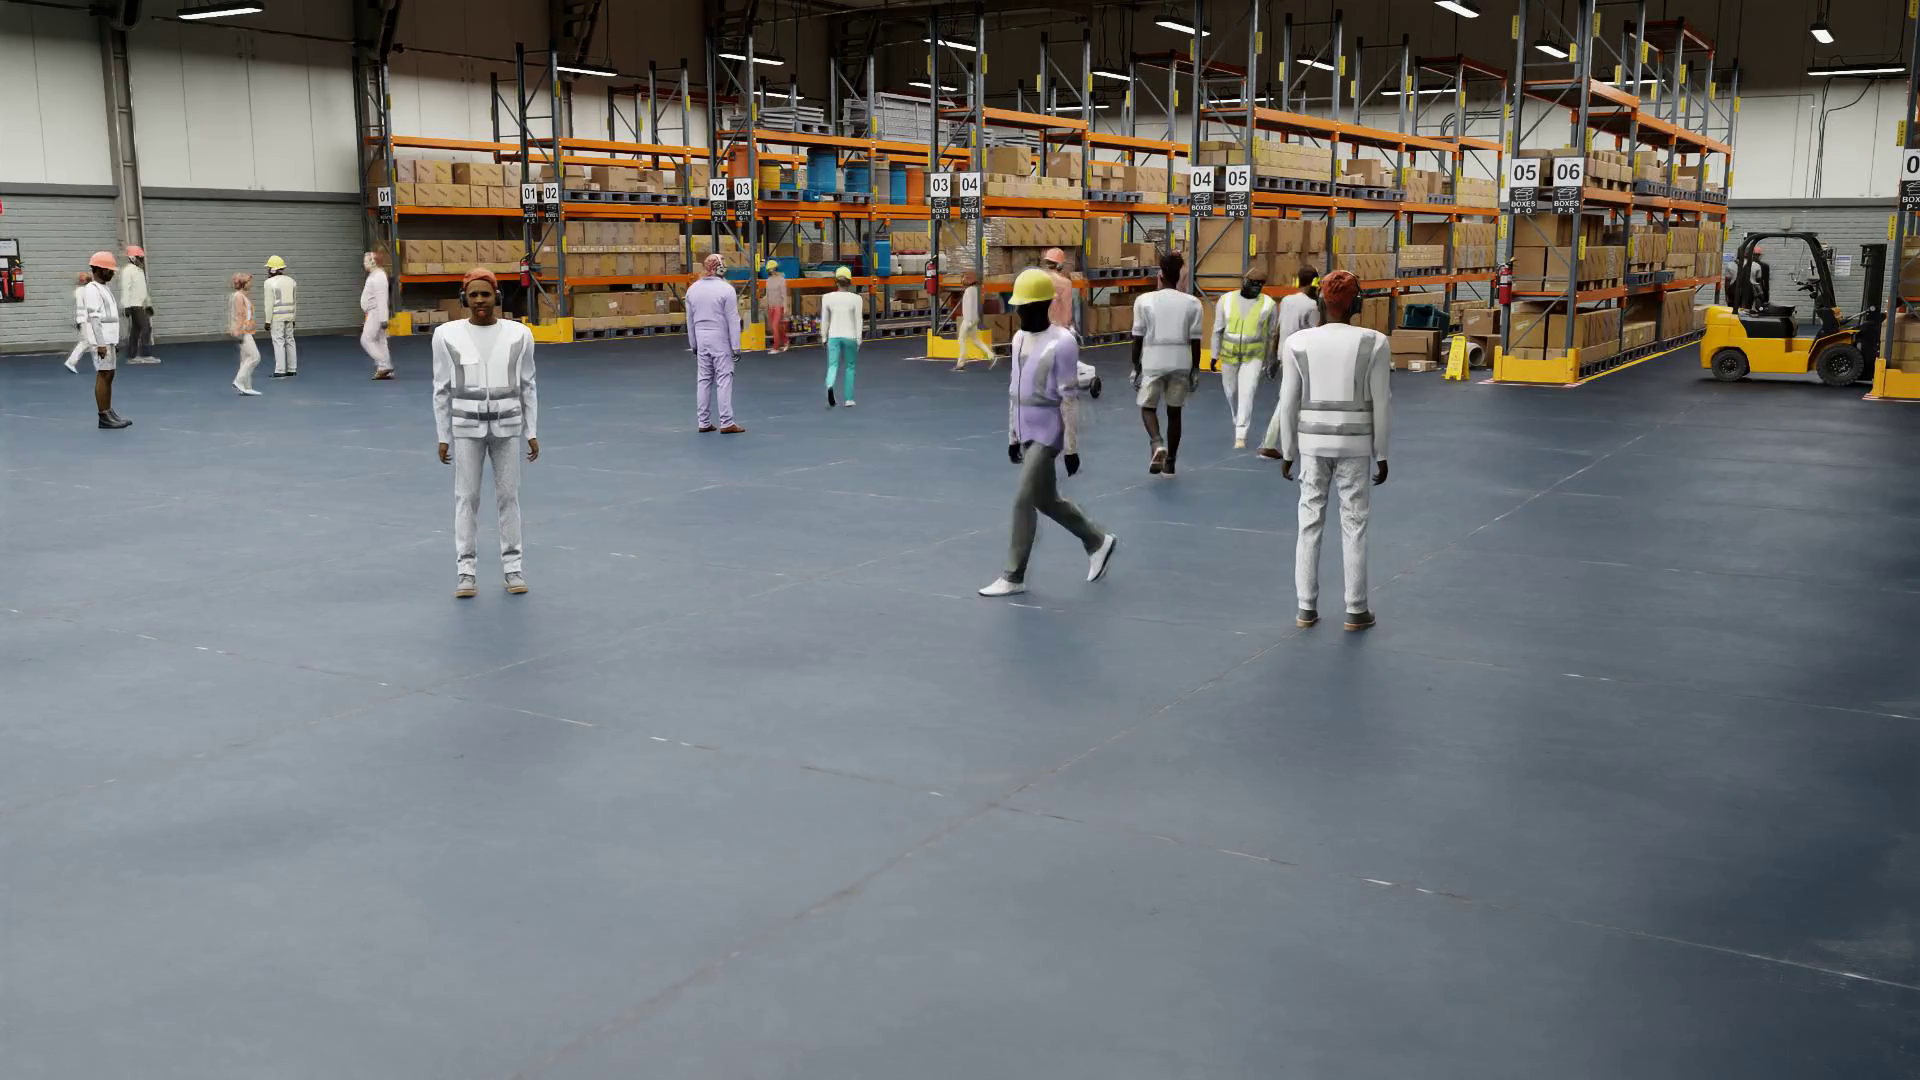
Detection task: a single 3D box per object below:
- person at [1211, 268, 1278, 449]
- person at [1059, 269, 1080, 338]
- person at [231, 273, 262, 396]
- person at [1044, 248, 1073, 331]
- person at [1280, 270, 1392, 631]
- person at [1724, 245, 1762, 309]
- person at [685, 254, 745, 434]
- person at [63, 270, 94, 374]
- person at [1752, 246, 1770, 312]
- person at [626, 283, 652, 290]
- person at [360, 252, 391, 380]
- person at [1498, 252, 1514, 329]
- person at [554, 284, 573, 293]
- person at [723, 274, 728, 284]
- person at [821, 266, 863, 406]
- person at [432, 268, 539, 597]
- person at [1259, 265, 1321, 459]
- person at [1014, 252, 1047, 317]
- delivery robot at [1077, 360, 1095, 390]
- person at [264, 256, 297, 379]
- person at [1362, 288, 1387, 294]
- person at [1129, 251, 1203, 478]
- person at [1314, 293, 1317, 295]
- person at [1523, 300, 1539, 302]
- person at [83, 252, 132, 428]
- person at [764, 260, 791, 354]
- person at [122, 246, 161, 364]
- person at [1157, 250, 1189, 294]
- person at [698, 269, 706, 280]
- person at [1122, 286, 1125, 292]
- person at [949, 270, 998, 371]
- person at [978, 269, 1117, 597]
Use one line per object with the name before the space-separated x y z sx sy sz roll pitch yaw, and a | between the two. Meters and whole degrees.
person | 2.862 -1.837 16.710 0.619 1.793 0.925 3 11 18
person | 1.537 -3.198 24.741 0.503 1.632 0.274 2 10 9
person | -9.459 -2.722 22.056 0.369 1.625 0.524 -3 10 -15
person | 1.117 -2.674 20.869 0.625 1.969 0.812 7 12 35
person | 1.968 -0.463 8.724 0.573 1.883 0.357 5 11 24
person | 16.090 -5.093 34.217 0.686 2.000 1.028 5 11 26
person | -2.594 -2.087 17.754 0.654 1.906 0.408 6 12 29
person | -13.670 -3.399 25.954 0.526 1.604 0.824 7 12 33
person | 17.048 -5.323 35.724 0.619 1.966 0.735 3 11 18
person | -7.566 -5.942 39.436 0.600 1.883 0.951 4 11 21
person | -8.656 -3.296 24.581 0.448 1.891 0.648 -3 11 -16
person | 13.005 -5.941 39.485 0.516 1.860 0.322 4 11 22
person | -9.290 -5.848 38.941 0.530 1.872 0.330 5 11 24
person | -4.451 -4.267 30.575 0.925 1.688 0.496 -6 12 -31
person | -1.462 -2.484 20.440 0.529 1.750 0.666 1 10 8
person | -2.716 -0.613 9.567 0.576 1.881 0.354 -4 11 -19
person | 3.207 -1.666 15.649 0.930 1.811 0.529 -5 11 -26
person | 1.299 -4.080 29.029 0.654 1.879 1.037 8 13 39
delivery robot | 1.488 -2.149 21.627 0.477 0.478 0.707 5 11 25
person | -10.176 -3.322 24.869 0.404 1.837 0.592 4 11 19
person | 10.032 -5.998 39.911 0.919 1.806 0.602 -7 13 -36
person | 1.769 -1.475 14.188 0.618 1.952 0.600 0 10 -2
person | 8.281 -6.021 39.904 0.652 1.871 0.943 3 11 18
person | 13.770 -6.037 39.864 0.624 1.938 1.223 -5 11 -24
person | -9.369 -2.190 18.266 0.366 1.931 0.542 -3 10 -14
person | -3.344 -4.304 30.729 0.571 1.725 0.727 9 13 41
person | -13.681 -3.927 27.852 0.758 1.967 0.641 -1 10 -5
person | 3.796 -4.140 29.256 0.651 1.907 0.409 7 12 33
person | -3.988 -3.414 25.999 0.511 1.622 0.457 0 10 2
person | 4.314 -6.279 41.814 0.535 1.700 0.318 2 10 12
person | 0.212 -3.471 26.316 0.736 1.609 0.504 3 11 17
person | 0.530 -0.627 9.653 0.890 1.889 0.612 -5 11 -27
